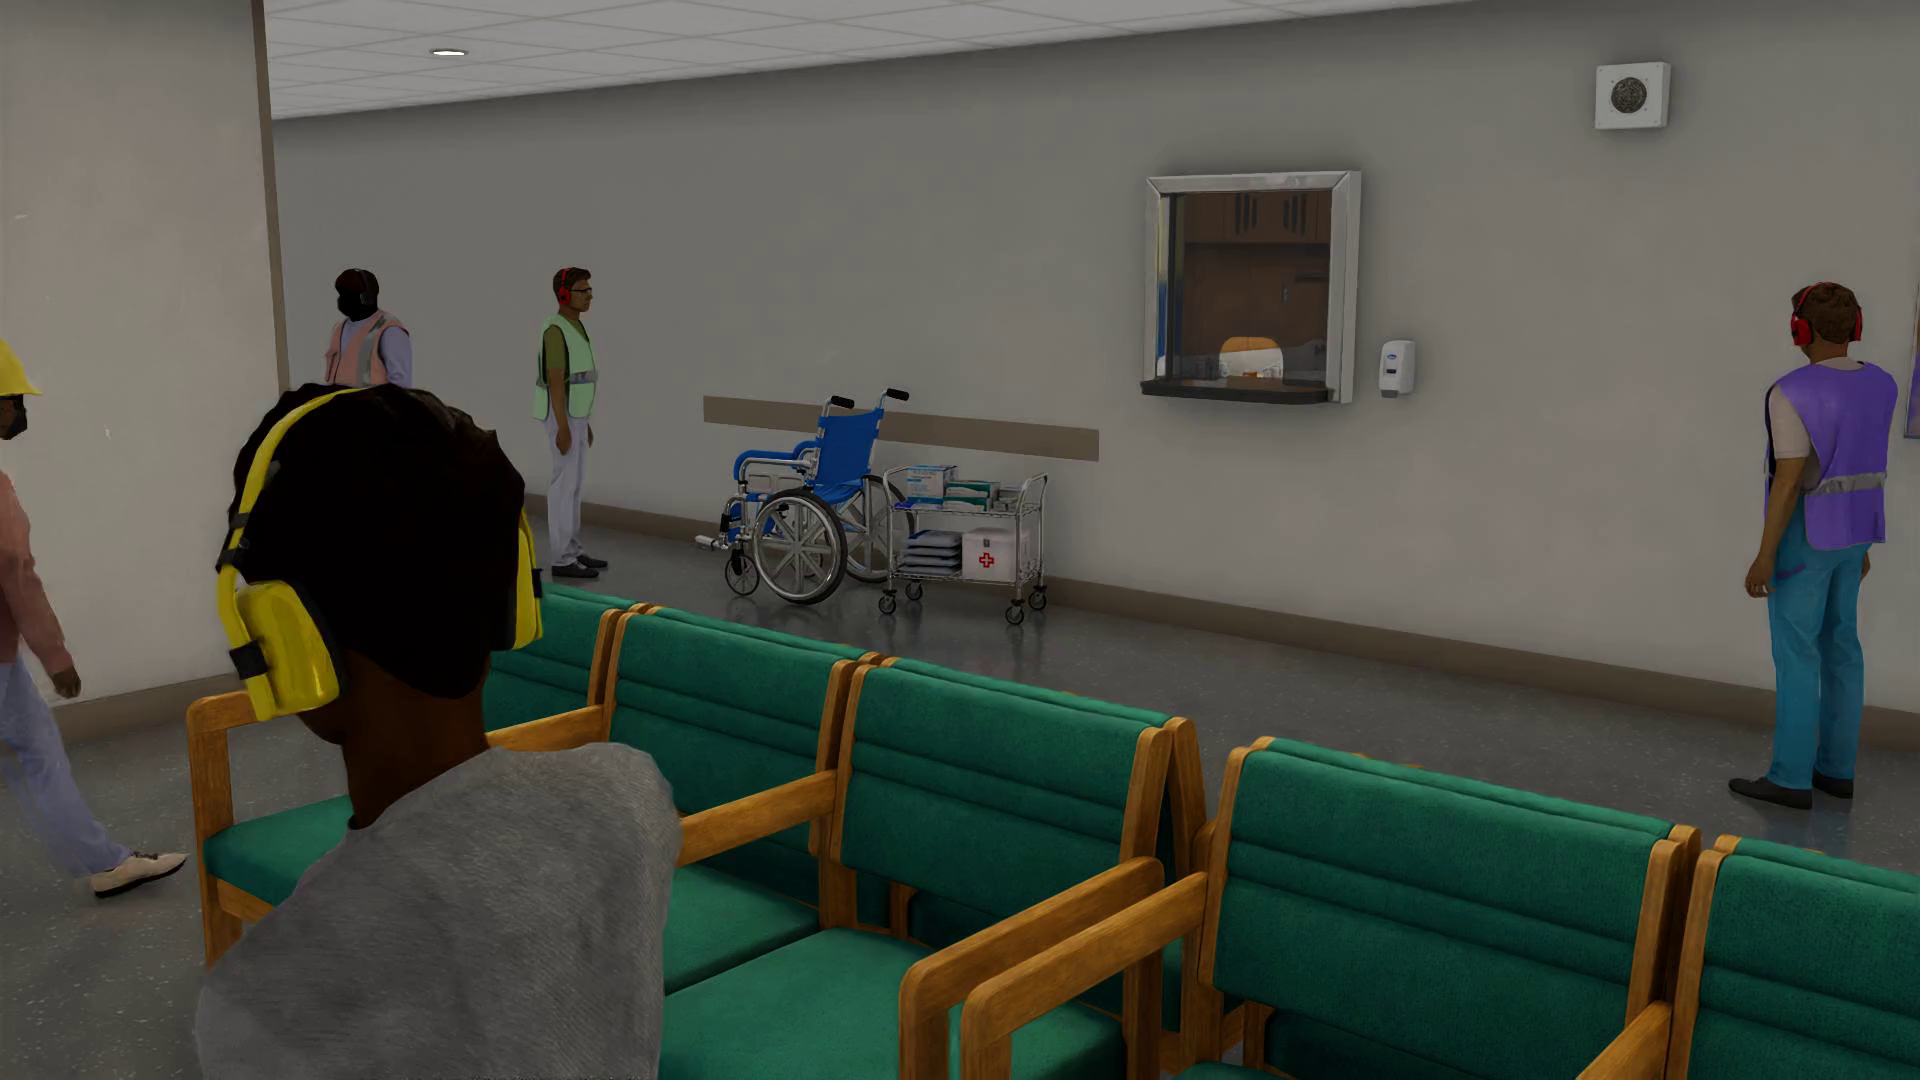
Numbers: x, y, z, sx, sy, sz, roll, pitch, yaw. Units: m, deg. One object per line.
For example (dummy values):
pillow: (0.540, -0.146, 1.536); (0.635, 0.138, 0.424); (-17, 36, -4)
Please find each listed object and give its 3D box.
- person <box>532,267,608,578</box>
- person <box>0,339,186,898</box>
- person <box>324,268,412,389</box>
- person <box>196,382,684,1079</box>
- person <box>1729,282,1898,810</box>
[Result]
person: (-2.352, -0.706, 9.987); (0.393, 1.846, 0.564); (0, 10, 0)
person: (-2.732, 0.294, 4.667); (0.928, 1.714, 0.536); (-9, 13, -41)
person: (-3.499, -0.670, 9.802); (0.633, 1.841, 0.429); (7, 12, 34)
person: (-0.399, 0.804, 1.346); (0.330, 1.865, 0.518); (4, 11, 19)
person: (3.012, 0.028, 5.828); (0.571, 1.837, 0.379); (-5, 11, -26)
